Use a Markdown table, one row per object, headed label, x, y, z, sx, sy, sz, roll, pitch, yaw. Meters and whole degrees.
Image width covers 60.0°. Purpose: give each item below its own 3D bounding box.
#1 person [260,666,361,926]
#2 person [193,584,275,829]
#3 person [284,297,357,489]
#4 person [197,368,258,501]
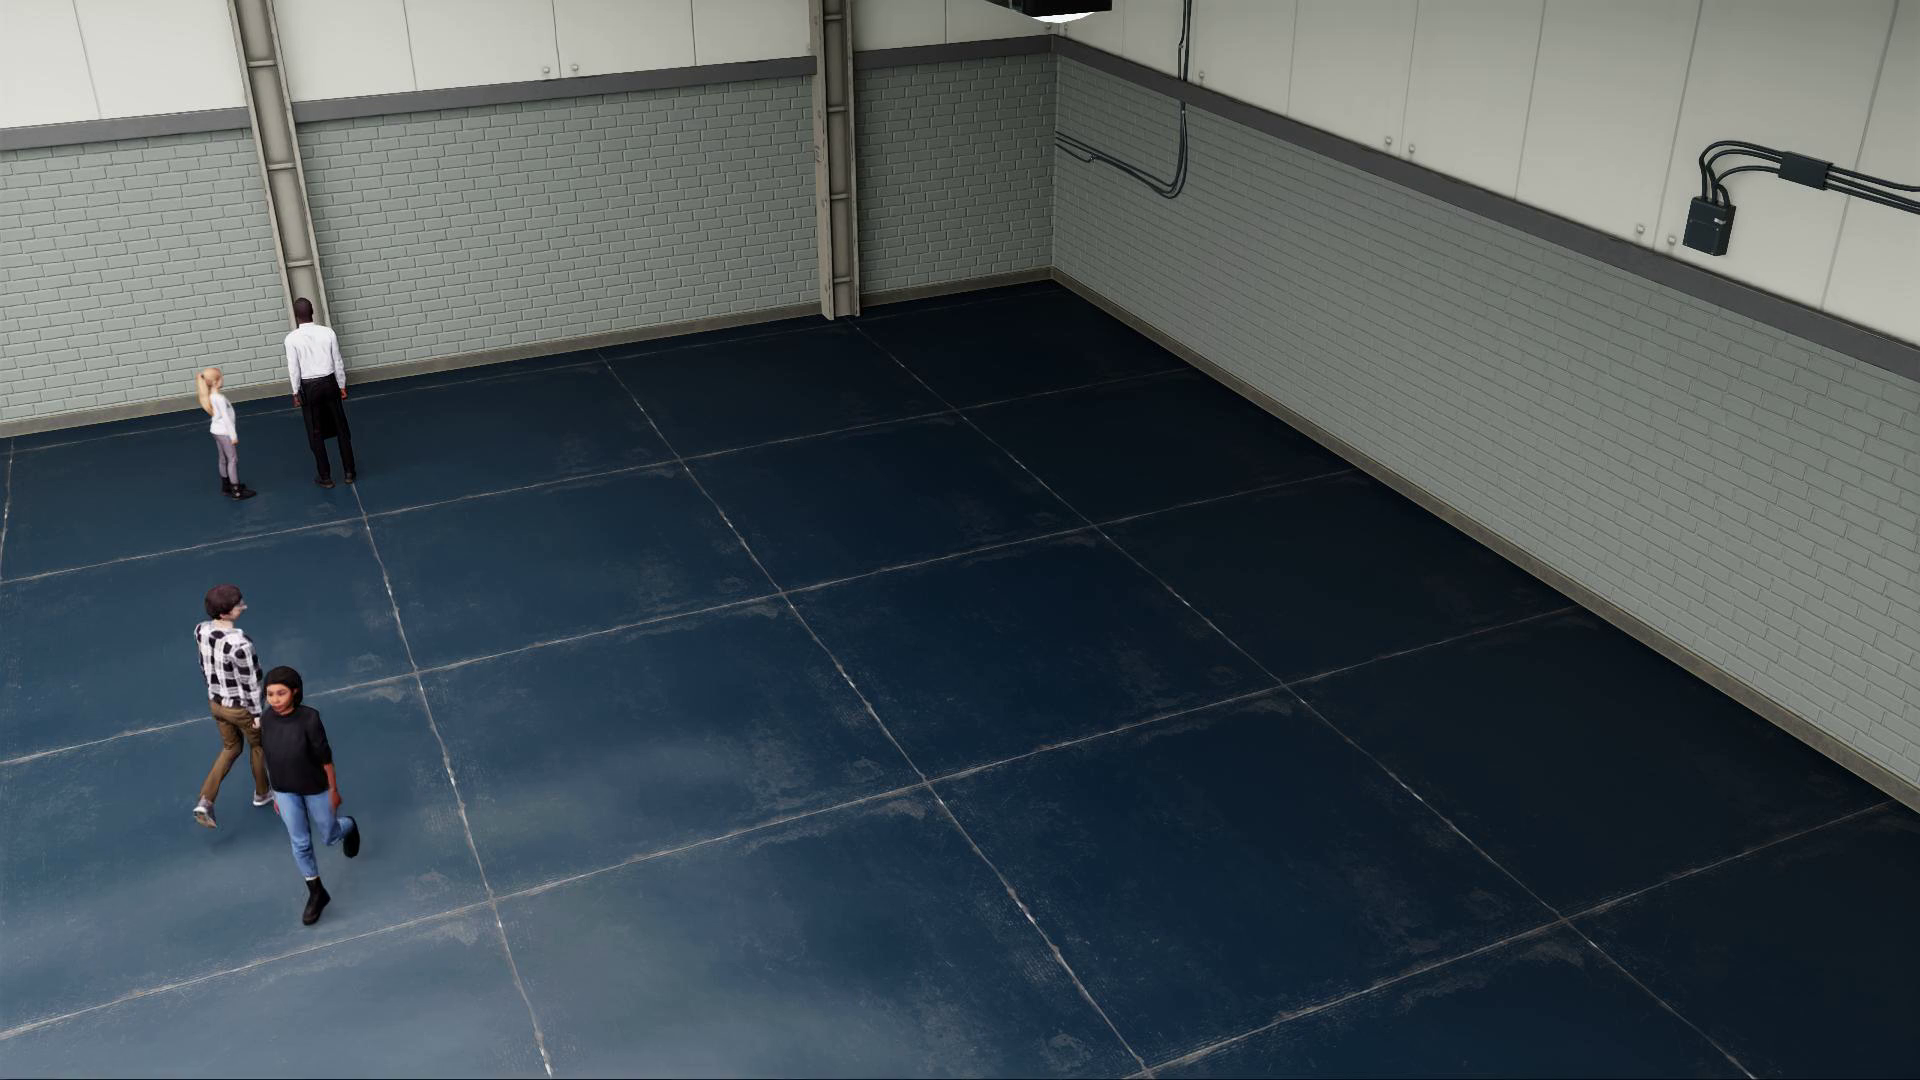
| label | x | y | z | sx | sy | sz | roll | pitch | yaw |
| --- | --- | --- | --- | --- | --- | --- | --- | --- | --- |
| person | -3.979 | 1.489 | 10.170 | 0.940 | 1.682 | 0.860 | 0 | 27 | 0 |
| person | -4.766 | 1.104 | 10.820 | 1.031 | 1.771 | 1.114 | 9 | 29 | 17 |
| person | -6.003 | -1.383 | 15.581 | 0.503 | 1.836 | 0.732 | -17 | 32 | -29 |
| person | -6.845 | -0.996 | 15.438 | 0.576 | 1.277 | 0.547 | -24 | 36 | -39 |
